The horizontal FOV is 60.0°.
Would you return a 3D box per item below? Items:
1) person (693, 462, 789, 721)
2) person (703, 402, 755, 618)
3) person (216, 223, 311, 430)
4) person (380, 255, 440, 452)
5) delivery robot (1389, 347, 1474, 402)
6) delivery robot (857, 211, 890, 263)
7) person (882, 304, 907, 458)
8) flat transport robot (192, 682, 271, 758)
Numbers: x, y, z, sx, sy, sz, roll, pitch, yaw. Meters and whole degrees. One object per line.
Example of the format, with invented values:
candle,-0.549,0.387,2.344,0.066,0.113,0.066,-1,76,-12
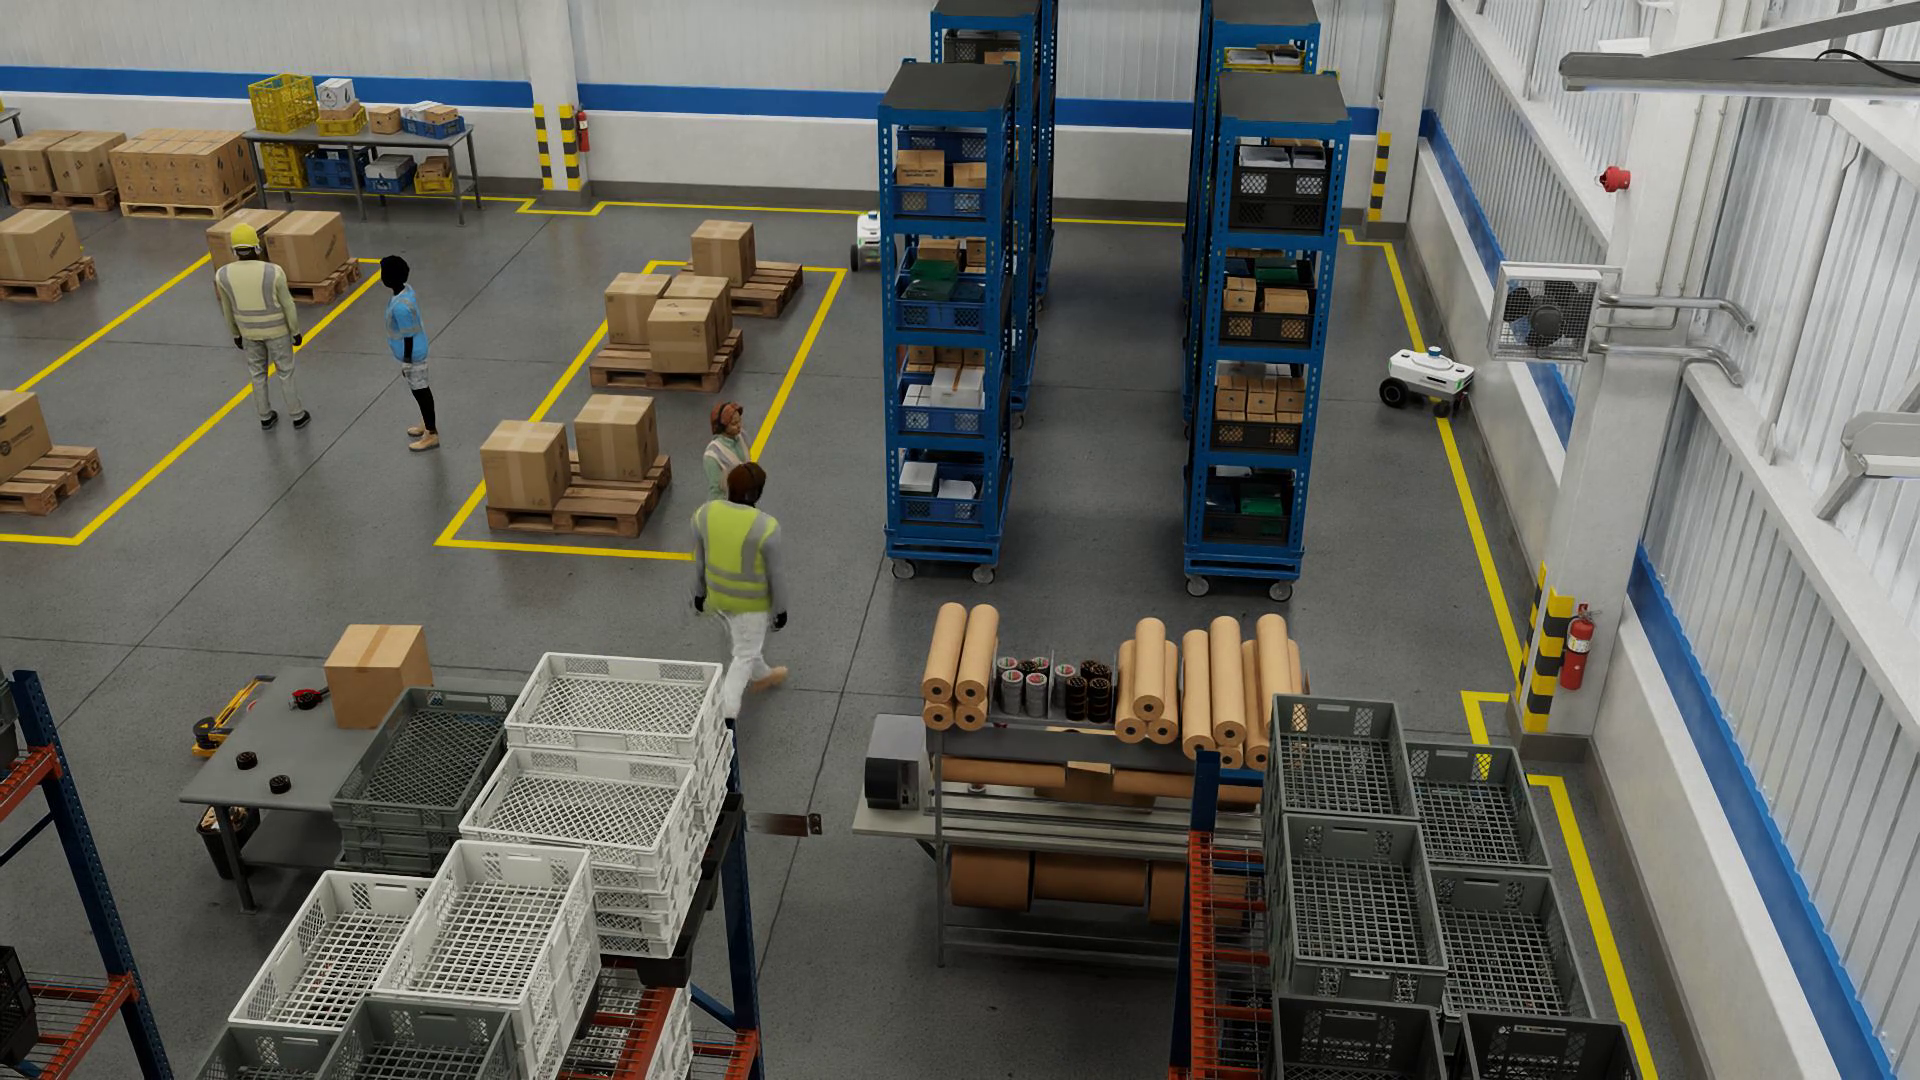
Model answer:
person,-1.416,0.378,10.503,0.665,1.795,0.937,17,34,27
person,-1.604,-0.217,11.667,0.312,1.639,0.512,10,32,16
person,-5.948,-1.812,14.231,0.598,1.826,0.404,0,30,0
person,-4.614,-1.574,13.941,0.318,1.697,0.533,-8,31,-14
delivery robot,4.200,-1.483,14.822,0.707,0.478,0.477,21,36,32
delivery robot,-0.935,-3.303,17.950,0.477,0.478,0.707,-1,30,-2
person,-0.313,-1.355,13.293,0.621,1.980,0.409,-10,32,-16
flat transport robot,-4.089,1.163,10.648,1.431,0.197,0.652,3,30,6
